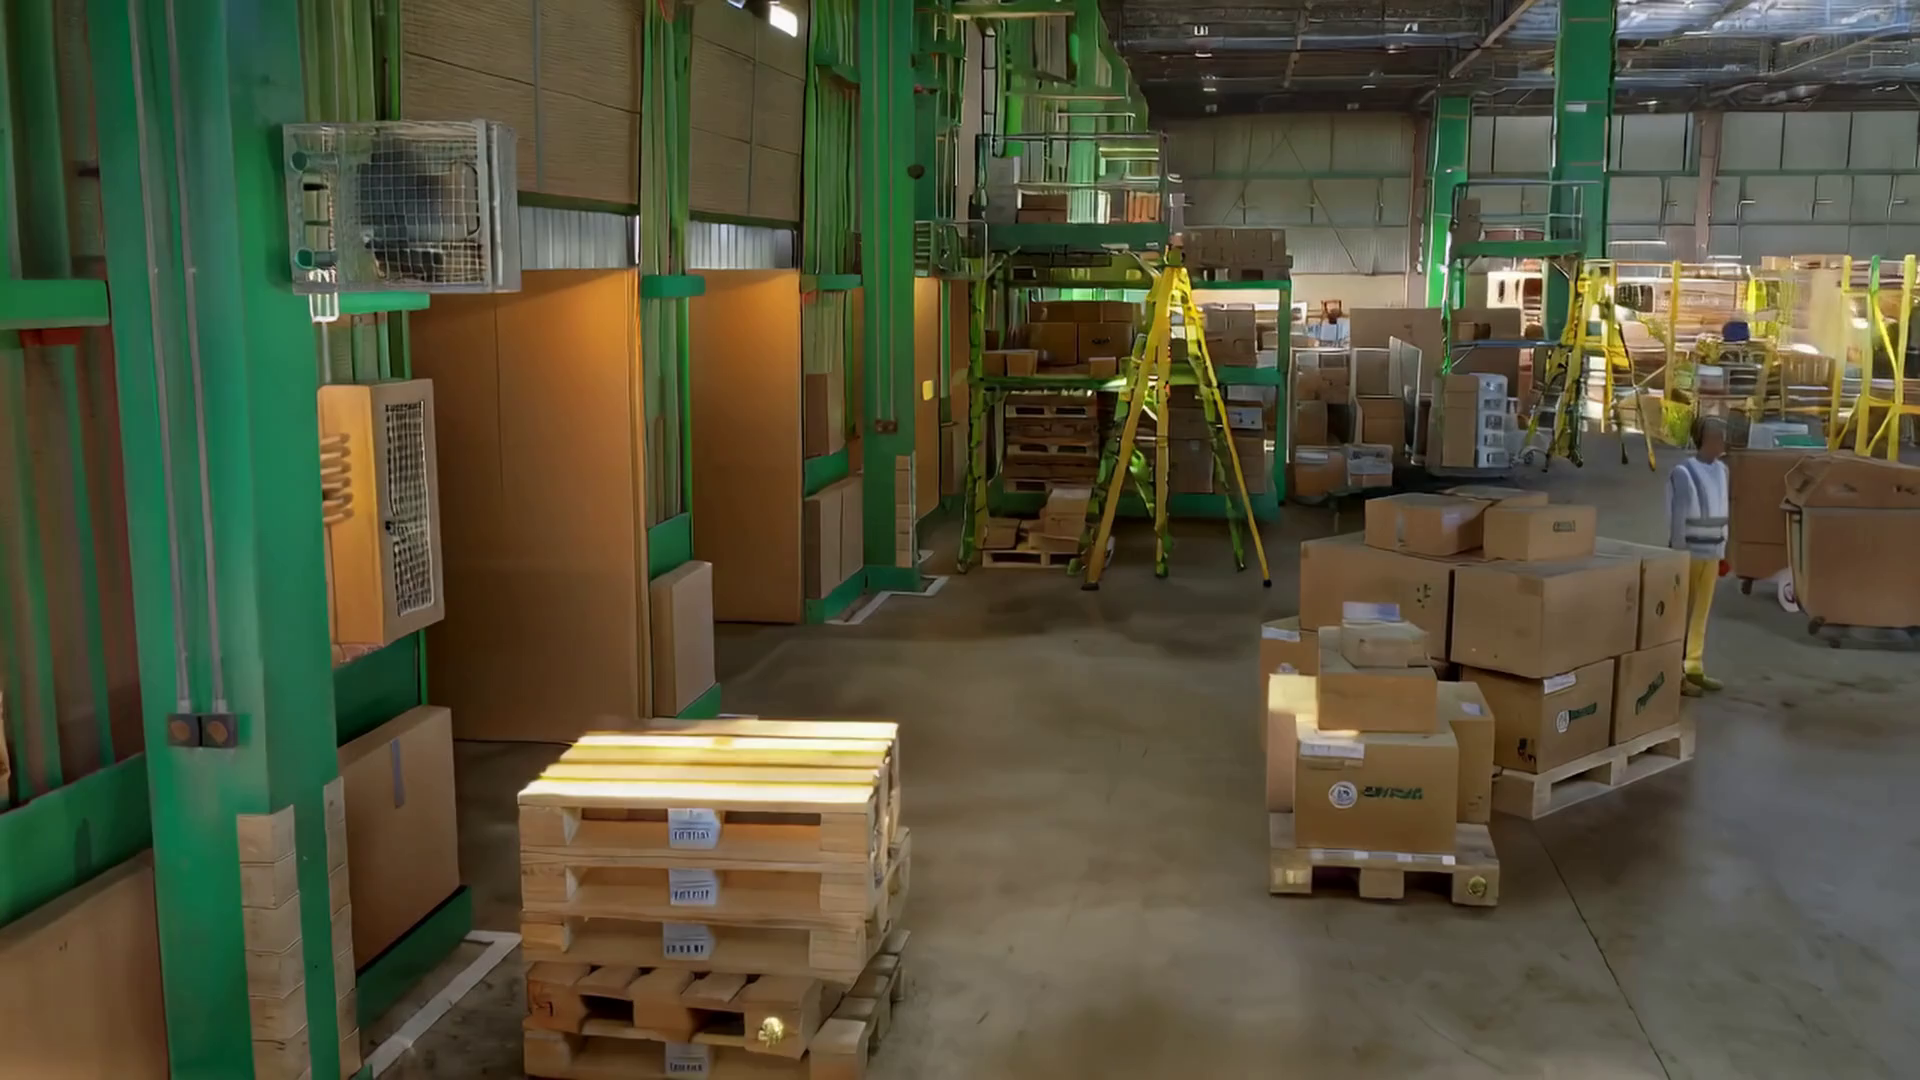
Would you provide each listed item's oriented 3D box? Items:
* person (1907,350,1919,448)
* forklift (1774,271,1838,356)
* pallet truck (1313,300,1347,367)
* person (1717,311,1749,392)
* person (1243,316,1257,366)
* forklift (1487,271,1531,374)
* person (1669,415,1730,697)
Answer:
[{"bbox_3d":[15.497,-2.341,26.742,0.335,1.735,0.484,5,10,28],"label":"person"},{"bbox_3d":[19.809,-4.804,38.393,1.873,2.768,1.129,1,9,9],"label":"forklift"},{"bbox_3d":[11.159,-6.200,49.718,0.823,1.965,1.885,4,10,26],"label":"pallet truck"},{"bbox_3d":[18.174,-4.432,39.162,0.648,1.887,1.011,1,9,8],"label":"person"},{"bbox_3d":[7.710,-5.166,44.384,0.528,1.655,0.864,9,13,43],"label":"person"},{"bbox_3d":[14.713,-5.935,45.369,1.873,2.768,1.129,-3,10,-18],"label":"forklift"},{"bbox_3d":[4.979,0.103,11.195,0.575,1.885,0.355,-7,12,-37],"label":"person"}]
